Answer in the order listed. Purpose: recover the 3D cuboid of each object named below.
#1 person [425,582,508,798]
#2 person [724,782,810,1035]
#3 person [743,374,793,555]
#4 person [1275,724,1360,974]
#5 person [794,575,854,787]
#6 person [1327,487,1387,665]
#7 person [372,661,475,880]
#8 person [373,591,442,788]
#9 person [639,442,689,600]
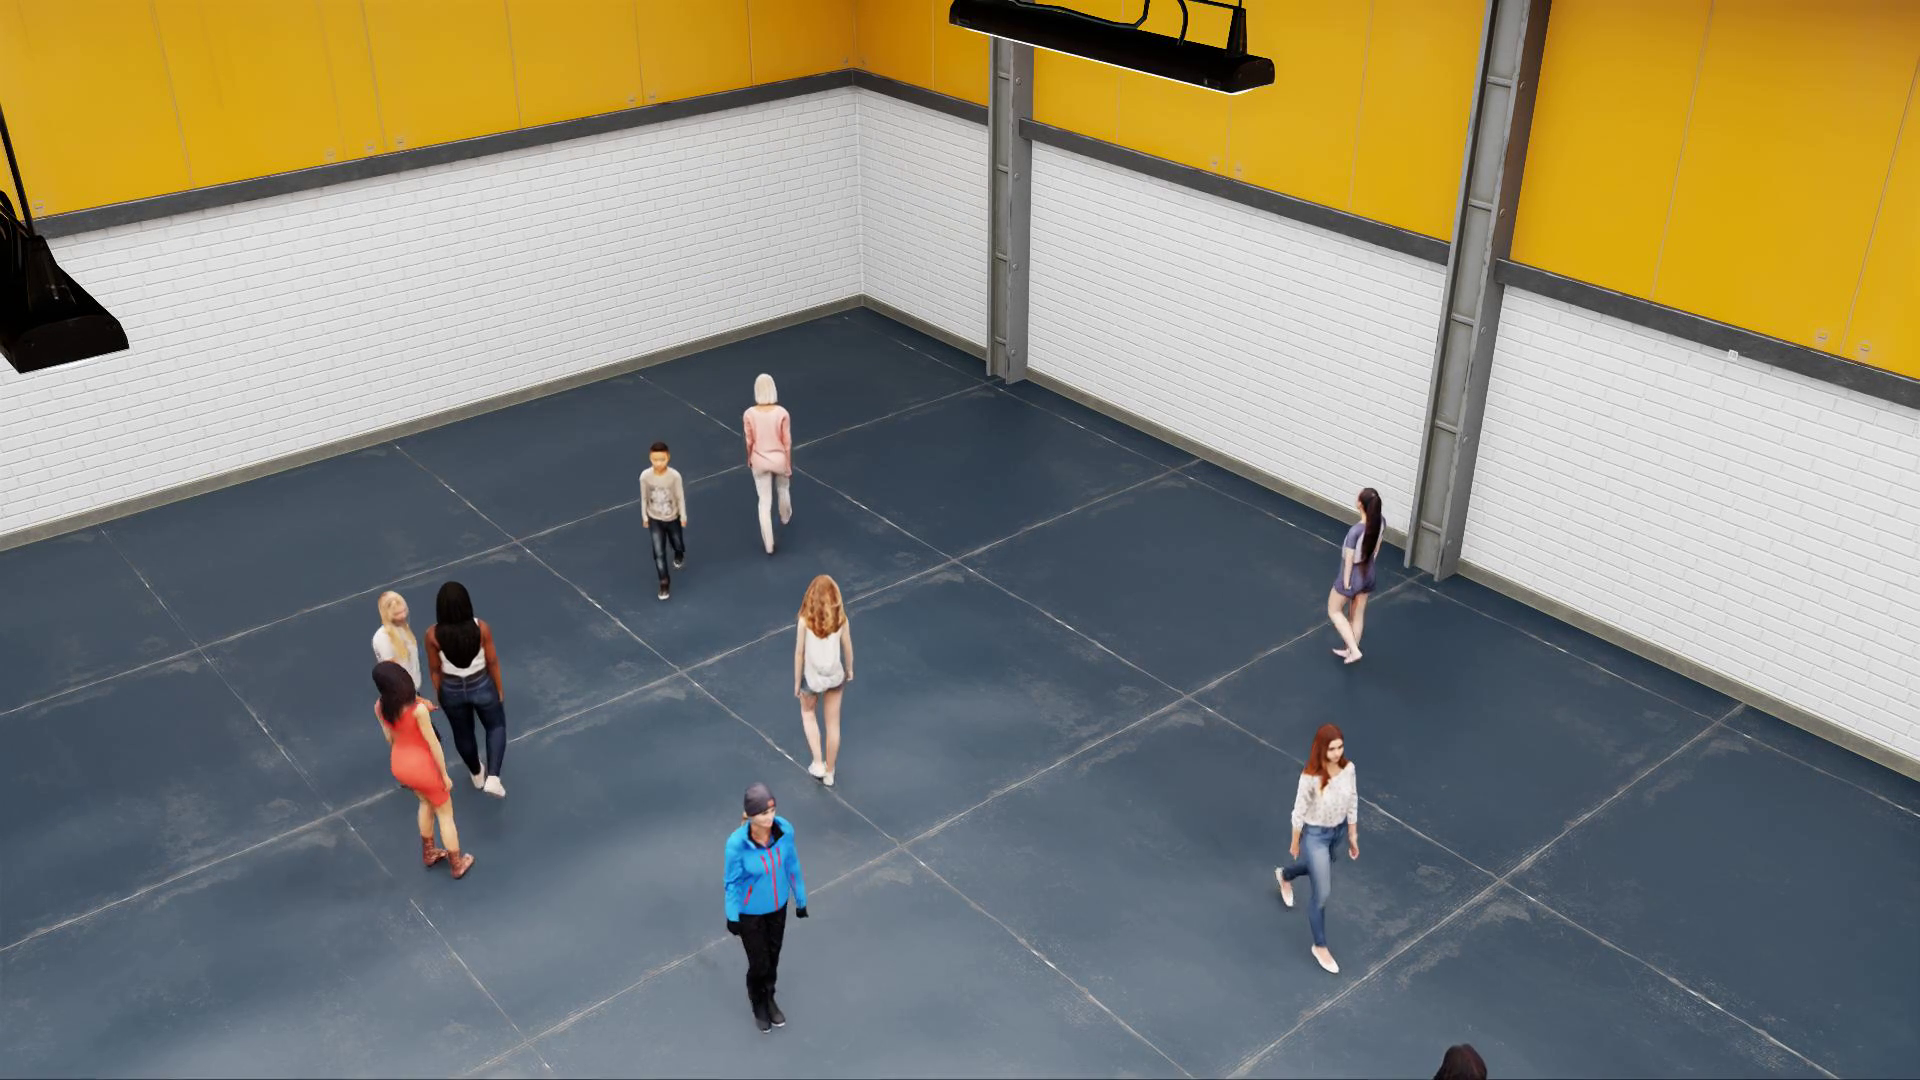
[{"bbox_3d":[-3.571,1.142,12.097,0.898,1.794,1.042,-6,29,-11],"label":"person"},{"bbox_3d":[-1.244,2.198,10.161,0.660,1.795,0.604,-18,33,-29],"label":"person"},{"bbox_3d":[-1.784,-0.676,15.540,0.992,1.687,1.110,-1,29,-1],"label":"person"},{"bbox_3d":[2.318,1.890,10.827,0.765,1.697,1.160,-13,31,-23],"label":"person"},{"bbox_3d":[-0.986,1.090,12.233,0.703,1.755,0.706,-7,29,-13],"label":"person"},{"bbox_3d":[3.337,0.340,13.731,0.645,1.637,0.679,-16,33,-27],"label":"person"},{"bbox_3d":[-3.756,1.606,11.374,0.708,1.672,0.819,17,33,28],"label":"person"},{"bbox_3d":[-4.092,1.170,12.043,0.866,1.796,0.805,-5,29,-9],"label":"person"},{"bbox_3d":[-2.650,-0.235,14.988,0.868,1.443,0.997,-2,29,-4],"label":"person"}]
